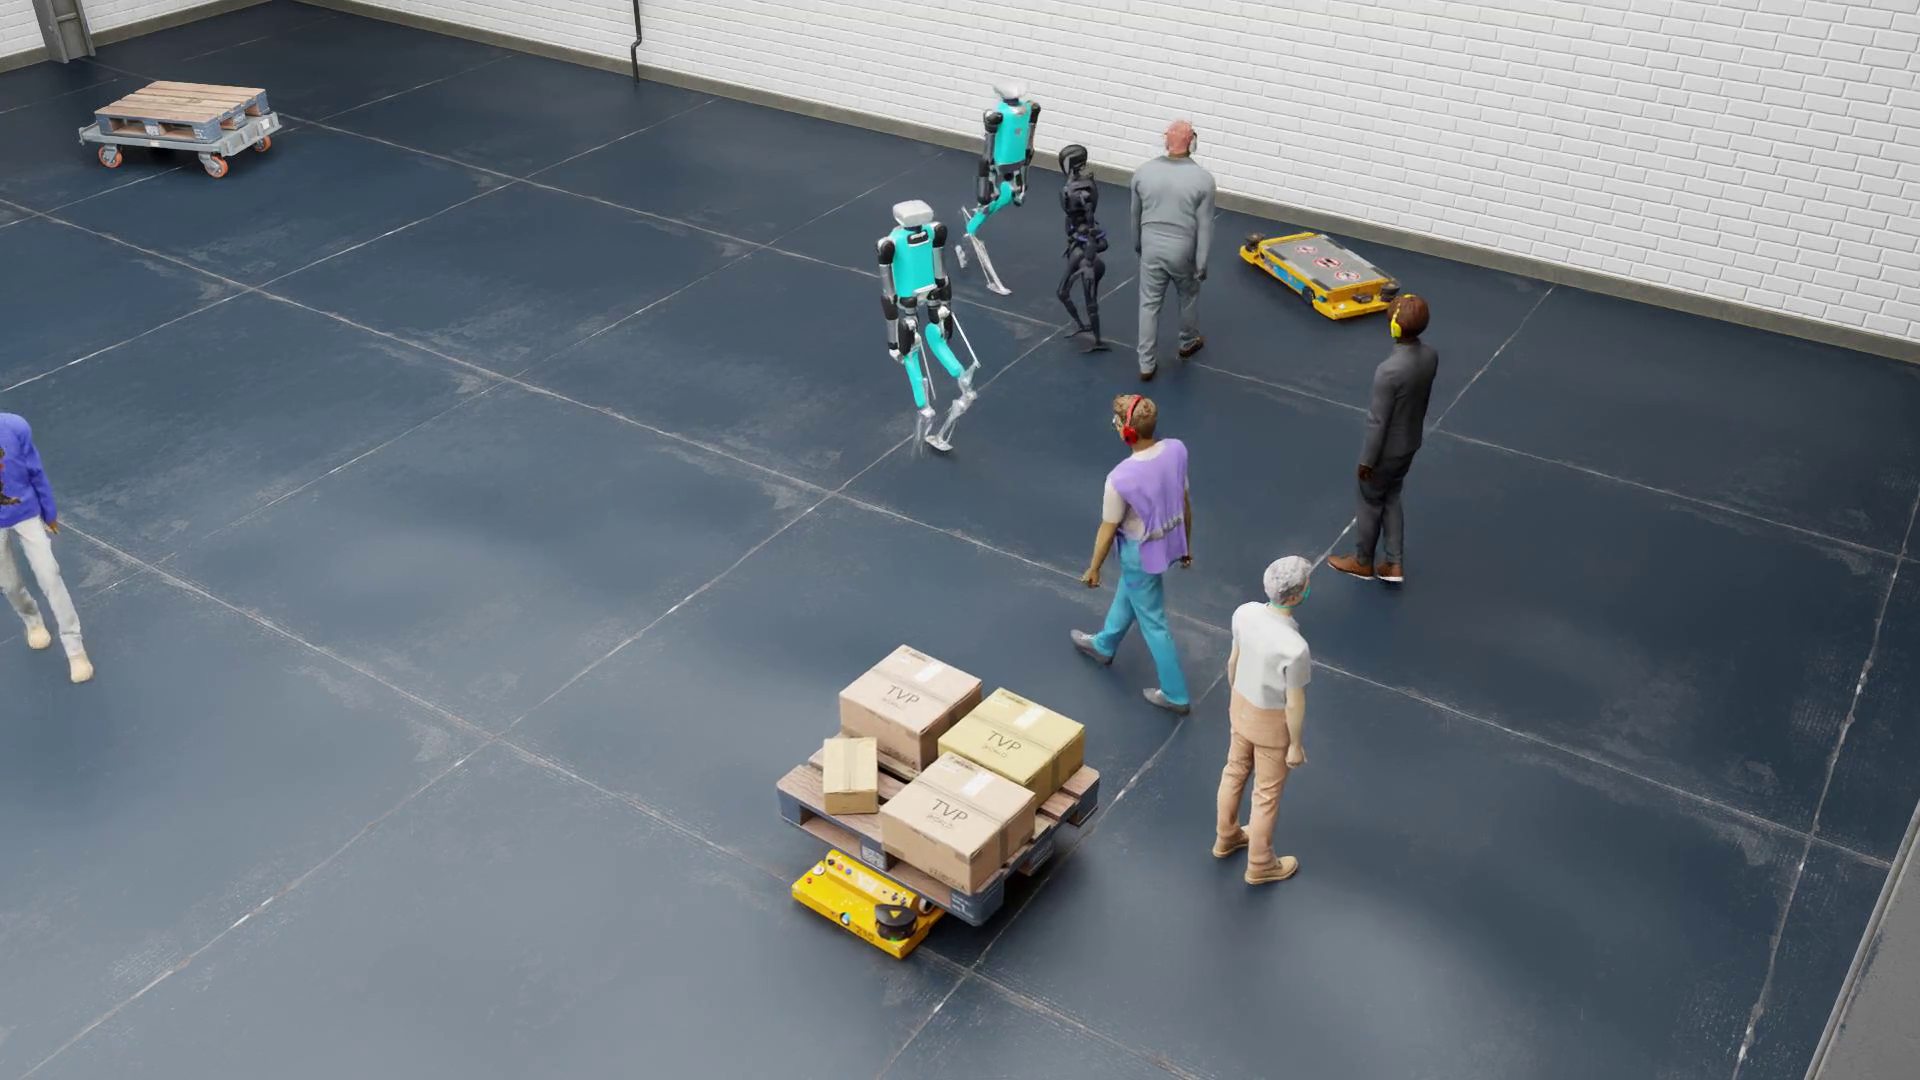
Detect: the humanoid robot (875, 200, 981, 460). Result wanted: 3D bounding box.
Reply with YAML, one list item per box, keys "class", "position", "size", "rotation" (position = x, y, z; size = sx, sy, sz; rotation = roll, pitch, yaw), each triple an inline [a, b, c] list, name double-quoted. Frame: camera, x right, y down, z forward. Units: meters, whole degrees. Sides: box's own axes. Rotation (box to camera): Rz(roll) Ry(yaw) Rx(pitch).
- class: "humanoid robot"
  position: [-0.155, -1.253, 10.934]
  size: [0.538, 1.874, 0.728]
  rotation: [-23, 39, -31]

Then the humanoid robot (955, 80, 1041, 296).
- class: "humanoid robot"
  position: [0.169, -2.886, 13.421]
  size: [0.551, 1.801, 0.936]
  rotation: [-25, 40, -33]

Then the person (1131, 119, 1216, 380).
- class: "person"
  position: [1.559, -2.139, 12.102]
  size: [0.672, 1.866, 0.869]
  rotation: [14, 35, 21]

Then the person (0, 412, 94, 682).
- class: "person"
  position: [-5.138, -0.124, 8.990]
  size: [0.469, 1.848, 0.697]
  rotation: [-17, 36, -24]

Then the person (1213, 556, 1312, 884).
- class: "person"
  position: [1.402, 0.817, 7.618]
  size: [0.321, 1.746, 0.473]
  rotation: [-18, 37, -25]

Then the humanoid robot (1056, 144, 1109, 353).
- class: "humanoid robot"
  position: [0.925, -2.141, 12.297]
  size: [0.464, 1.636, 0.613]
  rotation: [-8, 34, -12]

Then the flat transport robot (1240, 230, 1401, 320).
- class: "flat transport robot"
  position: [2.963, -2.212, 13.699]
  size: [0.659, 0.231, 1.431]
  rotation: [-13, 35, -19]

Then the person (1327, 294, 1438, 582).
- class: "person"
  position: [2.492, -0.553, 9.641]
  size: [0.508, 1.868, 0.520]
  rotation: [-24, 40, -32]

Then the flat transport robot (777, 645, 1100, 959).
- class: "flat transport robot"
  position: [-0.100, 1.407, 8.067]
  size: [0.659, 0.231, 1.431]
  rotation: [22, 39, 30]

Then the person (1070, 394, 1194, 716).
- class: "person"
  position: [0.931, 0.061, 8.755]
  size: [0.915, 1.790, 0.570]
  rotation: [24, 40, 33]
